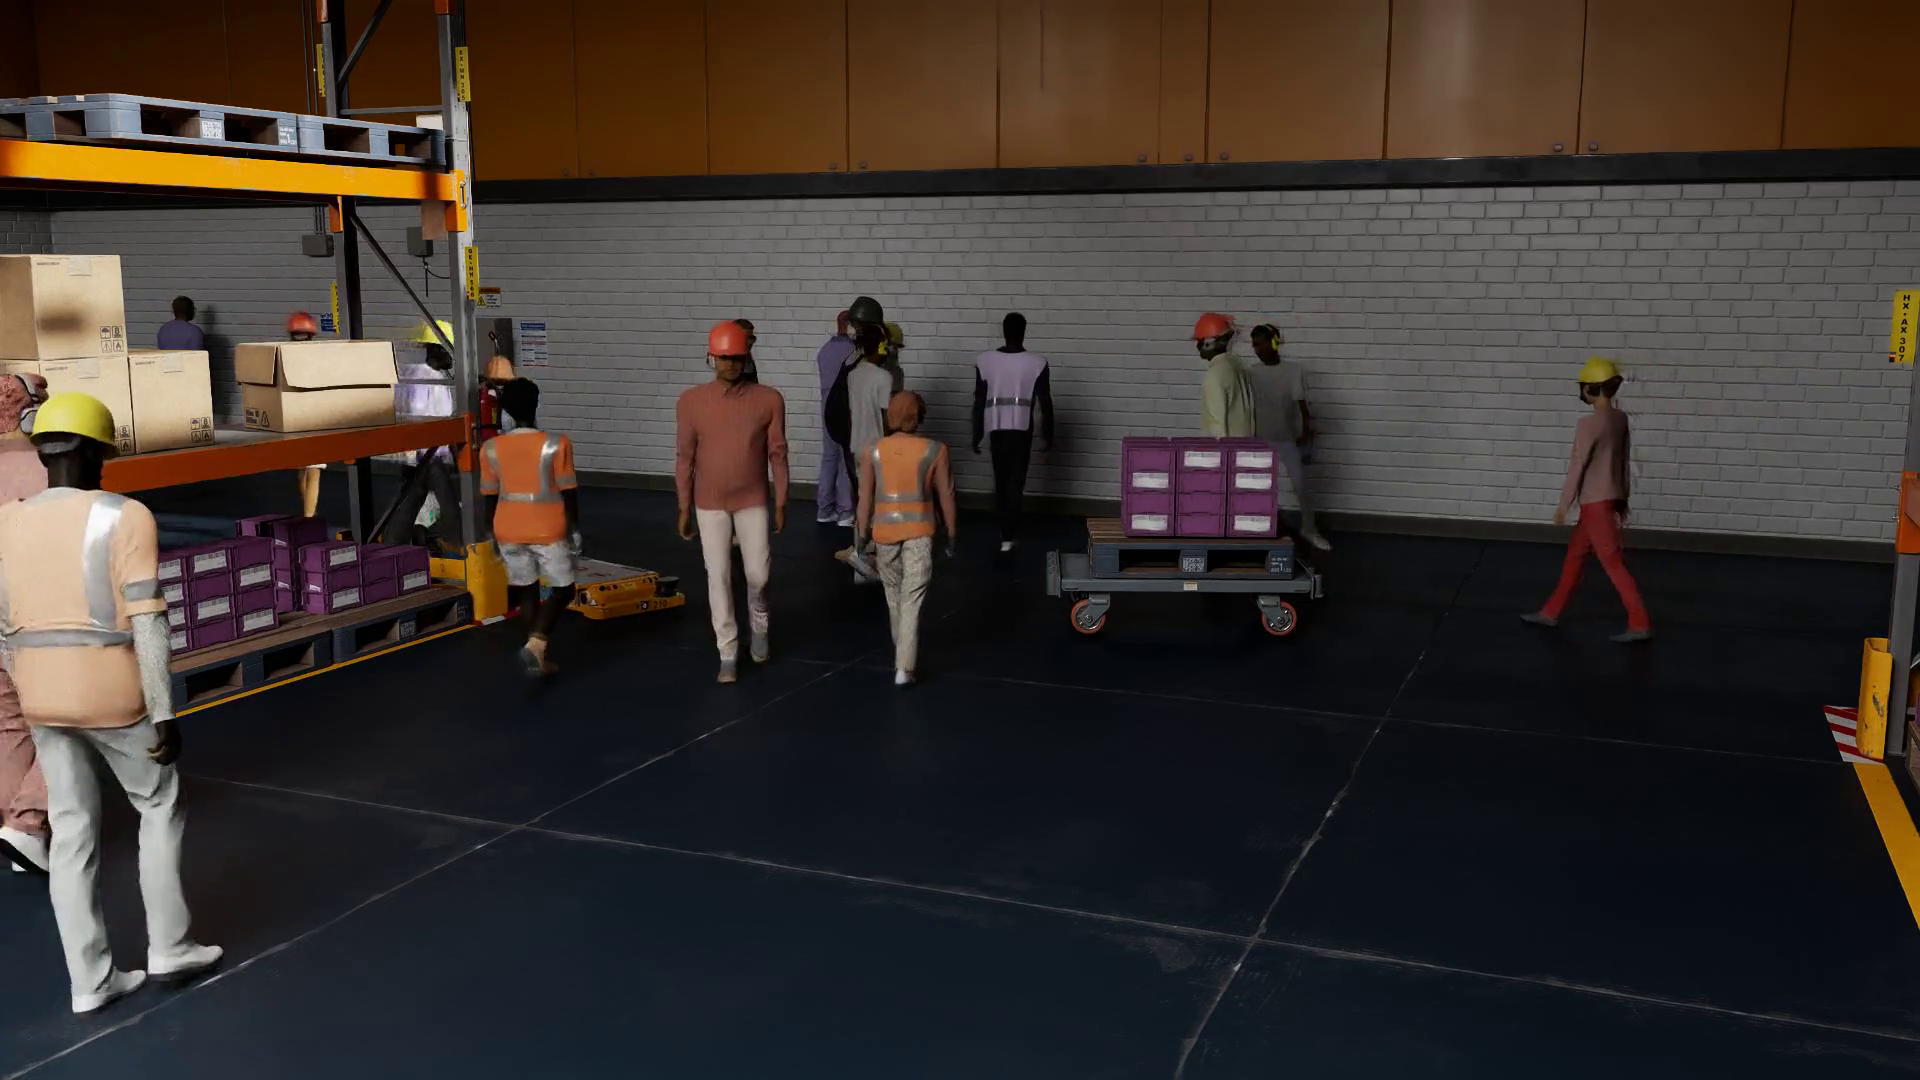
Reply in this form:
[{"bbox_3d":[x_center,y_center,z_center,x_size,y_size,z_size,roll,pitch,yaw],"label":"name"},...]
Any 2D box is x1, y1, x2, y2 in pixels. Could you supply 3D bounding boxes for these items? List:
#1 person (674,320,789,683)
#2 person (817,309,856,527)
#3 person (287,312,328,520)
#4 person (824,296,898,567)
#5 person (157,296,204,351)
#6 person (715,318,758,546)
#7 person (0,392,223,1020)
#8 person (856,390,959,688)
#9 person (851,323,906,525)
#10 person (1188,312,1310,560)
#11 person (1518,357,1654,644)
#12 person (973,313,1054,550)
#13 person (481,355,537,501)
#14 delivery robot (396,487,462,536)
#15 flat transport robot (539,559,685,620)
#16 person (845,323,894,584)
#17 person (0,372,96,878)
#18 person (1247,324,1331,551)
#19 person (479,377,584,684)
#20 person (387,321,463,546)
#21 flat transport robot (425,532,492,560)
[{"bbox_3d":[-1.246,-0.214,9.125,0.611,1.977,0.468,-1,9,-5],"label":"person"},{"bbox_3d":[-0.987,-1.059,14.532,0.401,1.895,0.658,-7,12,-36],"label":"person"},{"bbox_3d":[-5.375,-0.928,13.744,0.543,1.876,0.983,-1,9,-4],"label":"person"},{"bbox_3d":[-0.752,-0.813,12.567,0.537,2.000,0.680,-3,10,-19],"label":"person"},{"bbox_3d":[-8.573,-1.732,18.442,0.638,1.938,0.356,4,10,24],"label":"person"},{"bbox_3d":[-1.799,-0.878,13.557,0.329,1.842,0.509,4,10,22],"label":"person"},{"bbox_3d":[-2.660,0.496,5.139,0.645,1.875,0.634,1,9,5],"label":"person"},{"bbox_3d":[-0.284,-0.023,9.146,0.545,1.588,0.888,2,10,11],"label":"person"},{"bbox_3d":[-0.659,-0.898,13.832,0.471,1.793,0.615,-7,12,-38],"label":"person"},{"bbox_3d":[1.978,-0.602,11.576,0.840,1.963,0.636,5,11,29],"label":"person"},{"bbox_3d":[3.867,-0.246,10.100,0.902,1.718,0.538,9,13,44],"label":"person"},{"bbox_3d":[0.459,-0.896,13.539,0.625,1.876,0.937,2,10,13],"label":"person"},{"bbox_3d":[-3.394,-0.559,12.277,0.525,1.614,0.507,-4,10,-25],"label":"person"},{"bbox_3d":[-4.165,-0.208,13.108,0.477,0.478,0.707,-8,12,-41],"label":"delivery robot"},{"bbox_3d":[-2.551,0.300,11.175,1.431,0.197,0.652,9,13,42],"label":"flat transport robot"},{"bbox_3d":[-0.613,-0.597,11.800,0.394,1.856,0.575,-8,12,-39],"label":"person"},{"bbox_3d":[-3.438,0.331,6.110,0.650,1.890,0.442,2,10,14],"label":"person"},{"bbox_3d":[2.567,-0.788,13.095,0.567,1.832,0.716,7,12,35],"label":"person"},{"bbox_3d":[-2.301,-0.029,8.878,0.545,1.680,0.504,2,10,10],"label":"person"},{"bbox_3d":[-3.771,-0.653,12.105,1.027,1.862,0.588,-1,9,-7],"label":"person"},{"bbox_3d":[-3.416,0.108,12.337,0.652,0.197,1.431,-7,12,-37],"label":"flat transport robot"}]
